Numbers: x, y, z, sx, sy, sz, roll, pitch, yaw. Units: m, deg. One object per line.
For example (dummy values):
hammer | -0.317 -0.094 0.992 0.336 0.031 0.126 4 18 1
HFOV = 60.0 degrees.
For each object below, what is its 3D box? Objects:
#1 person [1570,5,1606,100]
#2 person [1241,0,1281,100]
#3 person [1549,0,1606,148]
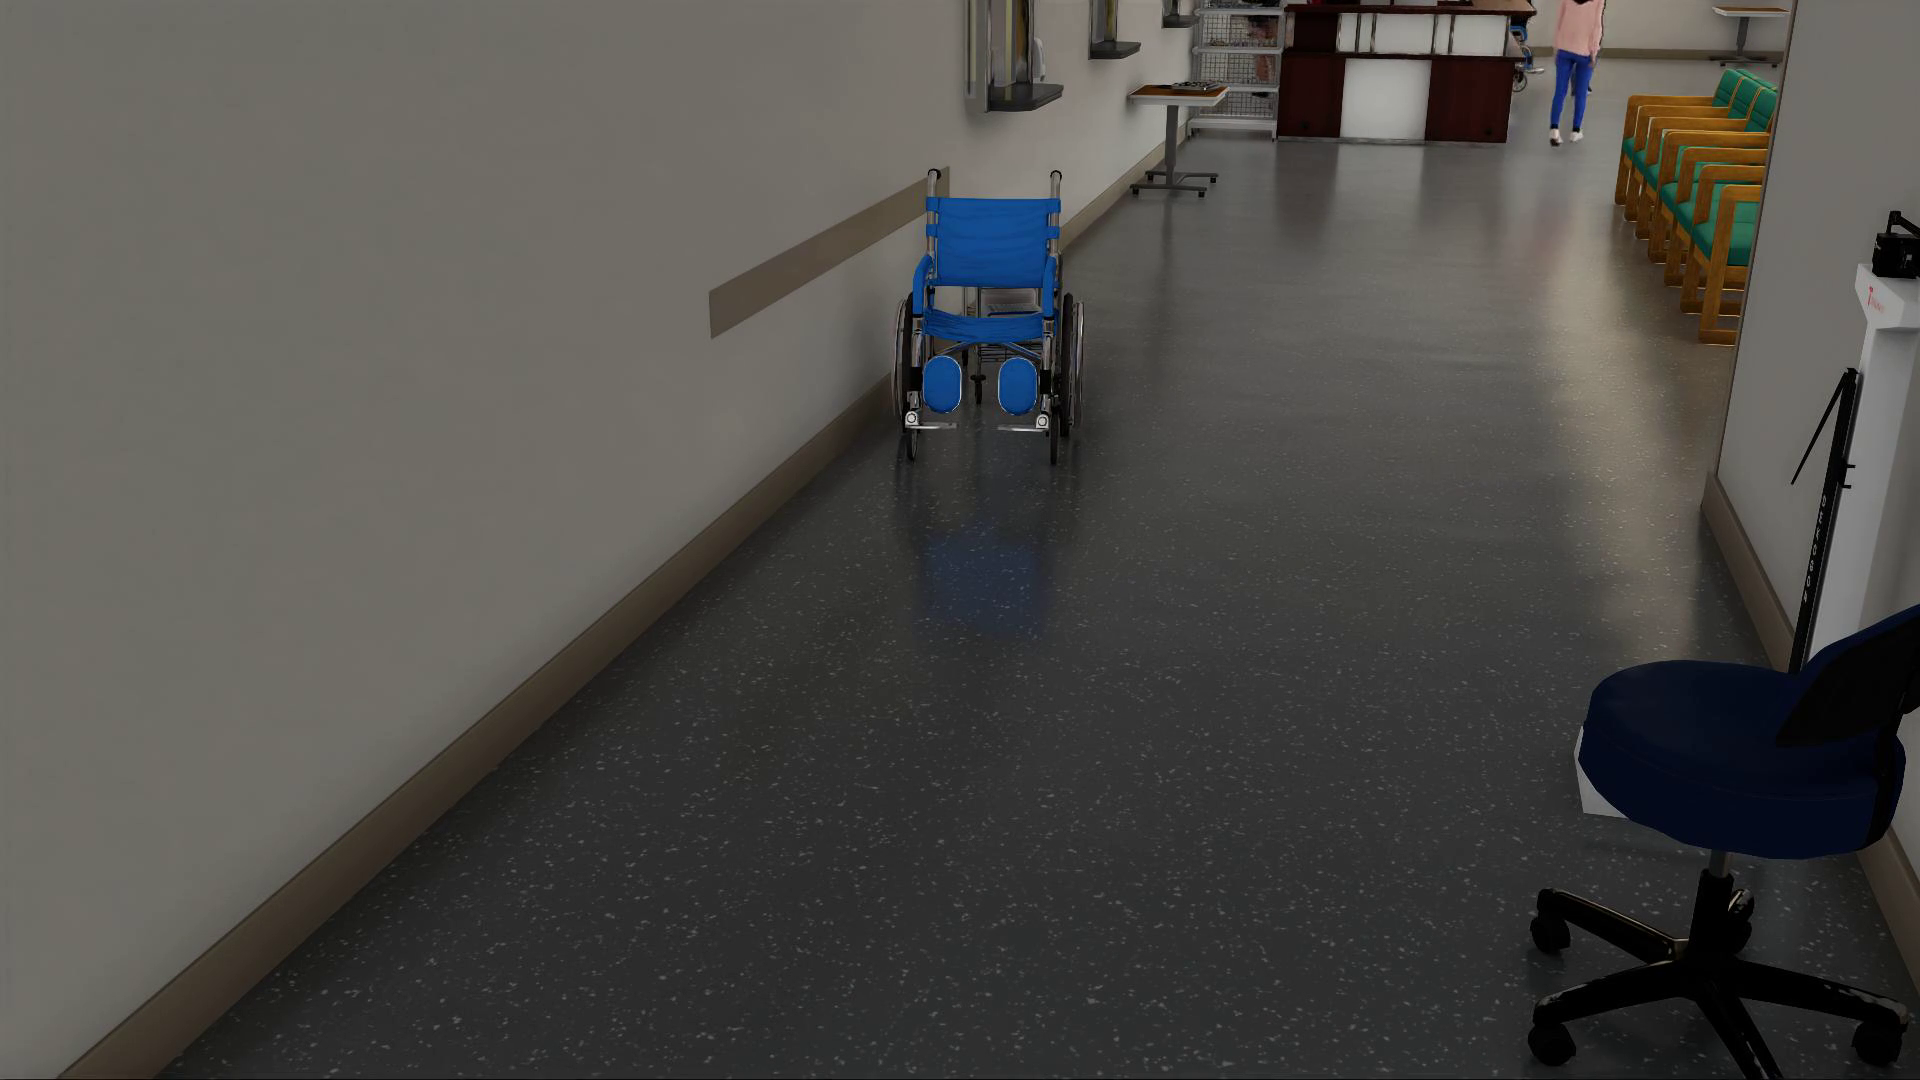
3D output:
person | 7.731 -6.322 20.650 0.810 1.655 0.730 10 23 24
person | 3.754 -6.392 20.508 0.996 1.886 1.038 -5 21 -14
person | 5.988 -4.706 16.289 1.210 1.722 0.958 13 24 30
